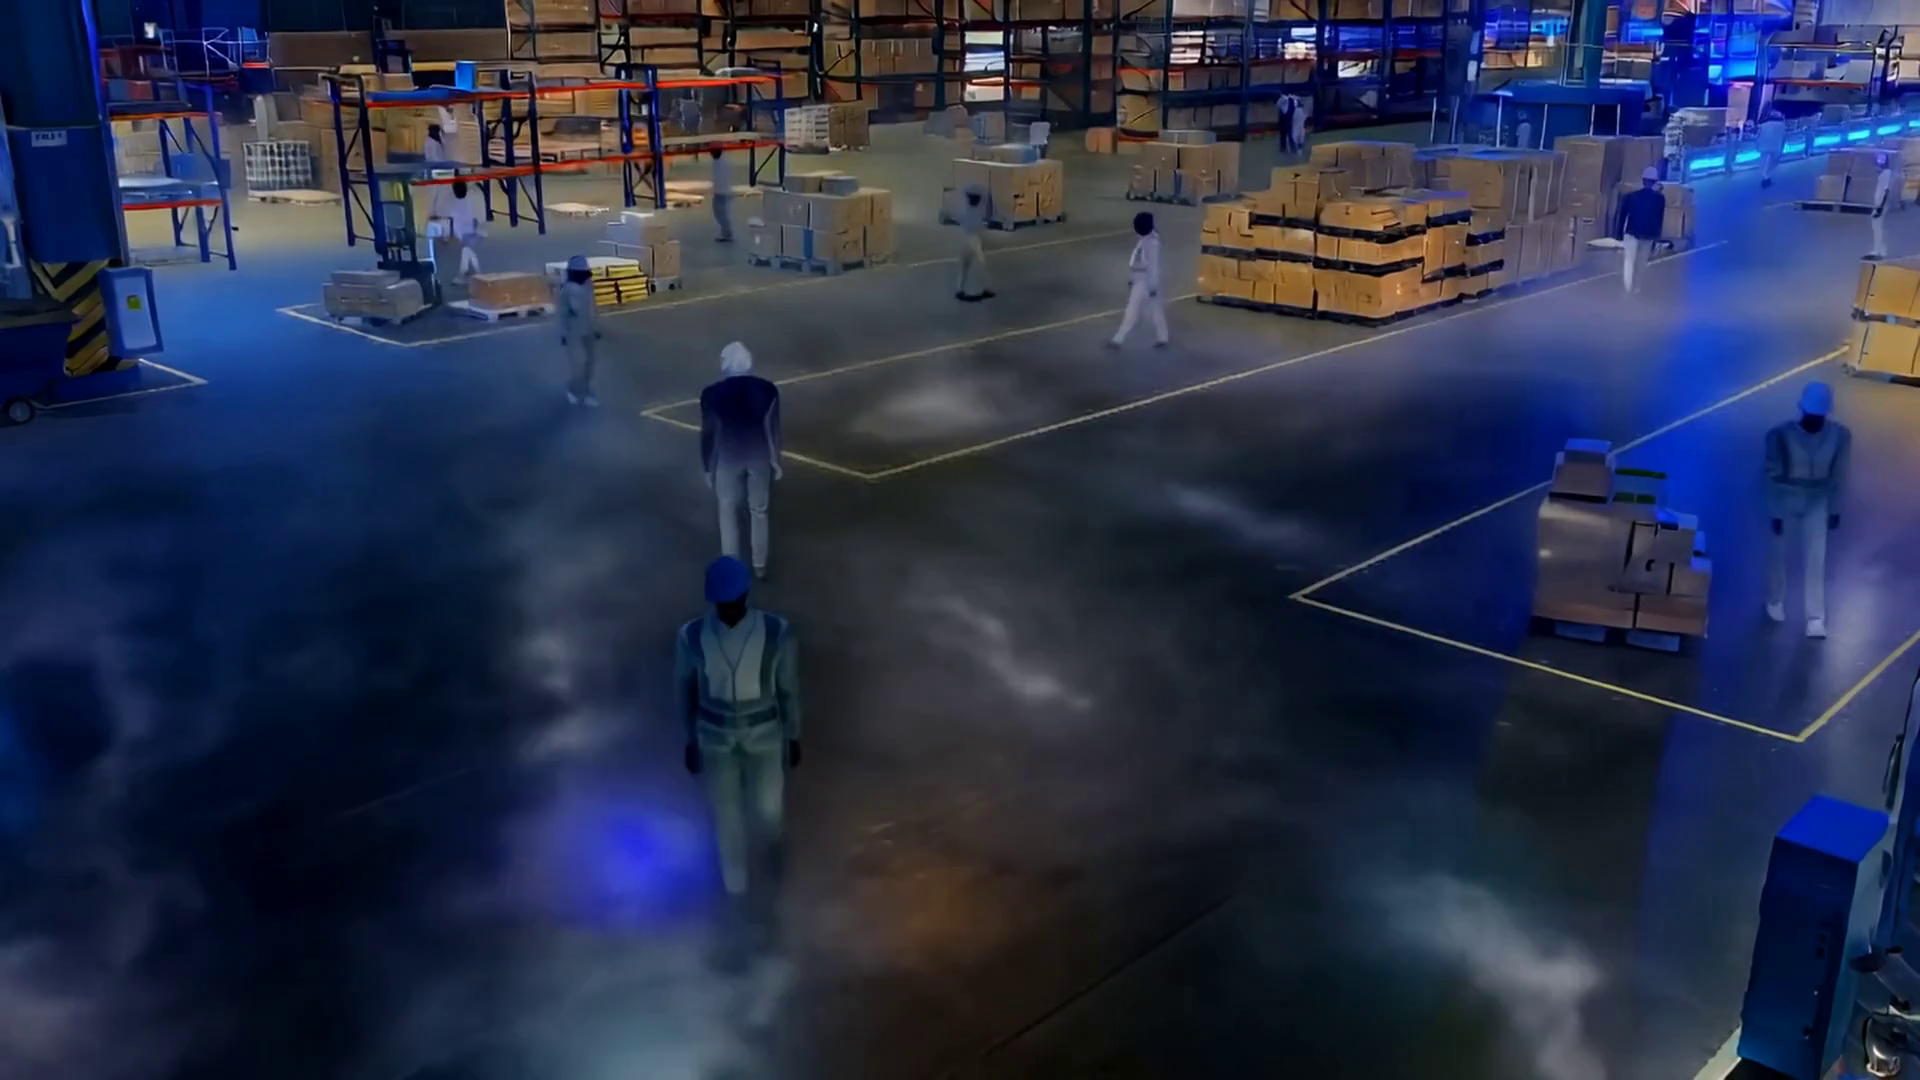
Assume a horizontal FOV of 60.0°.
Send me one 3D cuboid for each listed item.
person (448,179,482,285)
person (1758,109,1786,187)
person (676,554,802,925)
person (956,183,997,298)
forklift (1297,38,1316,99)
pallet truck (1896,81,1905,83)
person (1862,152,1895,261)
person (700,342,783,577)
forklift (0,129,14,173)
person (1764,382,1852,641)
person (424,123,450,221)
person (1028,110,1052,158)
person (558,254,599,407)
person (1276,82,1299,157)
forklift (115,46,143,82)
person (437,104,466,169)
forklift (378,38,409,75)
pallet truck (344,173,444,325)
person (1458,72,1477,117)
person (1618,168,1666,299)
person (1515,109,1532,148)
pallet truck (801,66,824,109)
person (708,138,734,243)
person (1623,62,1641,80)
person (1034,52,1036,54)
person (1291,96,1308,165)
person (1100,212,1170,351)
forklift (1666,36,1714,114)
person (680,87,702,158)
[{"bbox_3d":[-7.927,-4.900,26.454,0.552,1.650,0.861,10,21,29],"label":"person"},{"bbox_3d":[19.166,-9.255,39.323,0.603,1.815,0.510,14,23,37],"label":"person"},{"bbox_3d":[-1.108,0.954,8.393,0.623,1.926,0.606,0,18,-1],"label":"person"},{"bbox_3d":[0.254,-4.508,25.150,0.743,1.742,0.533,10,21,28],"label":"person"},{"bbox_3d":[12.488,-16.623,59.865,1.129,2.768,1.873,17,25,41],"label":"forklift"},{"bbox_3d":[34.802,-16.331,61.455,0.653,1.274,1.630,17,25,41],"label":"pallet truck"},{"bbox_3d":[15.948,-5.770,28.775,0.455,1.849,0.563,8,20,23],"label":"person"},{"bbox_3d":[-1.714,-0.612,13.134,0.643,1.922,0.438,-4,19,-12],"label":"person"},{"bbox_3d":[-24.026,-10.894,42.605,1.129,2.768,1.873,17,25,41],"label":"forklift"},{"bbox_3d":[6.095,-0.219,12.010,0.600,1.873,0.977,4,19,12],"label":"person"},{"bbox_3d":[-10.616,-7.458,33.735,0.401,1.940,0.628,-9,20,-25],"label":"person"},{"bbox_3d":[1.974,-9.755,41.058,0.550,1.660,0.783,6,19,17],"label":"person"},{"bbox_3d":[-4.237,-2.334,18.606,0.359,1.730,0.511,15,24,38],"label":"person"},{"bbox_3d":[9.168,-11.788,46.611,0.688,2.000,0.539,-6,19,-16],"label":"person"},{"bbox_3d":[-25.769,-13.963,51.850,1.129,2.768,1.873,17,25,41],"label":"forklift"},{"bbox_3d":[-13.297,-10.607,43.331,0.618,1.863,1.026,-15,24,-38],"label":"person"},{"bbox_3d":[-20.304,-16.625,59.872,1.129,2.768,1.873,-4,19,-12],"label":"forklift"},{"bbox_3d":[-8.209,-4.181,23.757,0.823,1.965,1.885,3,19,9],"label":"pallet truck"},{"bbox_3d":[18.669,-16.347,61.063,0.894,1.580,0.518,10,21,27],"label":"person"},{"bbox_3d":[10.326,-4.653,25.249,0.607,1.959,0.994,6,19,18],"label":"person"},{"bbox_3d":[13.083,-9.081,38.752,0.550,1.848,0.438,-16,24,-40],"label":"person"},{"bbox_3d":[-4.812,-15.182,56.903,0.823,1.965,1.885,-9,21,-26],"label":"pallet truck"},{"bbox_3d":[-4.451,-6.451,30.729,0.572,1.904,0.617,-7,20,-21],"label":"person"},{"bbox_3d":[24.700,-16.611,61.300,0.632,1.940,0.372,1,18,2],"label":"person"},{"bbox_3d":[3.817,-22.991,80.446,0.639,1.983,0.441,17,25,41],"label":"person"},{"bbox_3d":[8.647,-10.322,42.356,0.373,1.934,0.551,0,18,-1],"label":"person"},{"bbox_3d":[2.326,-3.341,21.541,0.949,1.792,0.640,1,18,2],"label":"person"},{"bbox_3d":[27.341,-17.291,61.877,1.129,2.768,1.873,17,25,41],"label":"forklift"},{"bbox_3d":[-7.482,-11.617,46.236,0.631,1.946,0.558,-4,19,-11],"label":"person"}]
